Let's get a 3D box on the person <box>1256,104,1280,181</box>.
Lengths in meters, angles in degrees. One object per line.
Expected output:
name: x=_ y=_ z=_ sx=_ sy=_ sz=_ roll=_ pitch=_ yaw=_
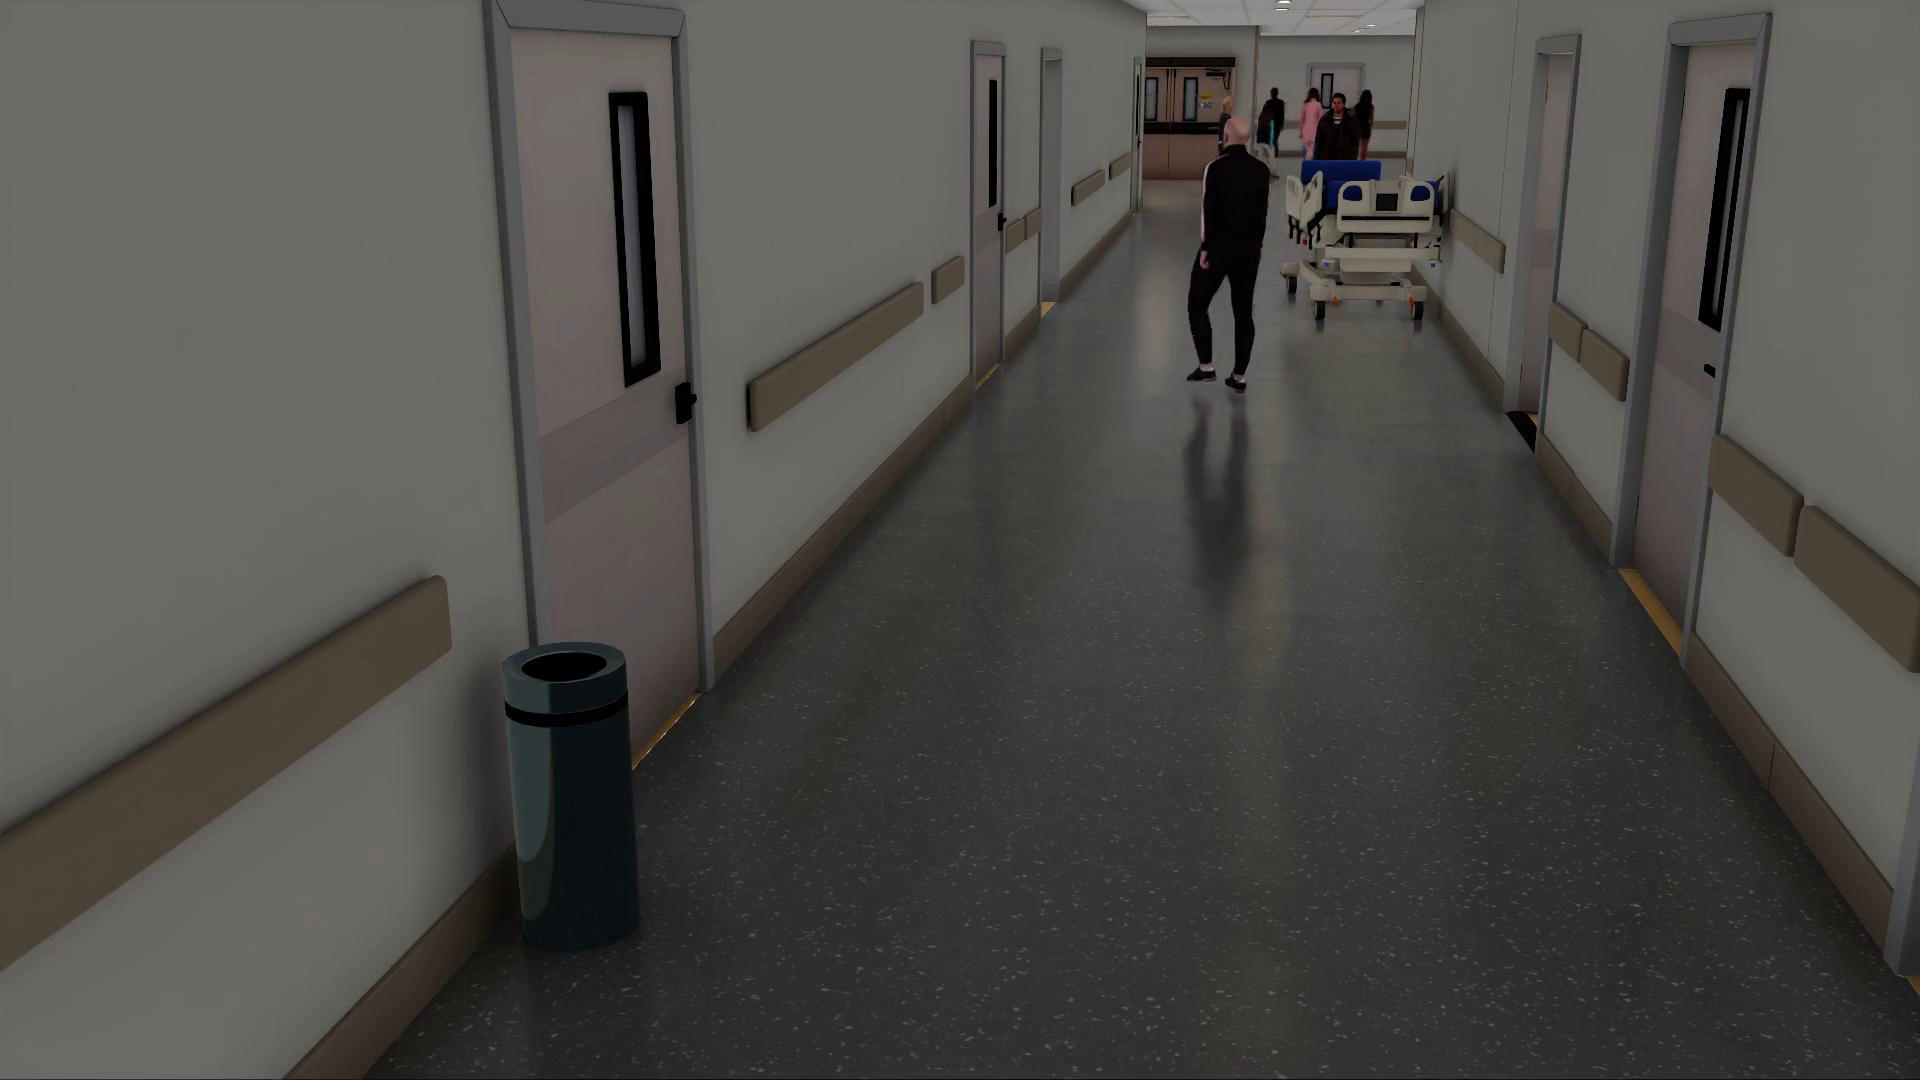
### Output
person: x=5.984 y=-7.825 z=32.857 sx=1.020 sy=1.463 sz=0.976 roll=-11 pitch=19 yaw=-33

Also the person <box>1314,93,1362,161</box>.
person: x=5.066 y=-5.081 z=22.417 sx=0.696 sy=1.847 sz=0.875 roll=6 pitch=17 yaw=22

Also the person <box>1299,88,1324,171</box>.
person: x=7.165 y=-8.332 z=34.088 sx=1.117 sy=1.771 sz=0.924 roll=8 pitch=18 yaw=27

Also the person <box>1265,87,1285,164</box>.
person: x=7.369 y=-9.695 z=38.978 sx=0.919 sy=1.739 sz=0.944 roll=-5 pitch=16 yaw=-16

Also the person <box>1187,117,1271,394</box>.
person: x=1.857 y=-1.883 z=11.113 sx=0.739 sy=1.824 sz=0.858 roll=-4 pitch=16 yaw=-15

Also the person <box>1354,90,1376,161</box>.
person: x=8.526 y=-8.660 z=35.361 sx=0.871 sy=1.711 sz=0.804 roll=6 pitch=17 yaw=20

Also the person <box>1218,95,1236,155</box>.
person: x=4.535 y=-6.804 z=28.774 sx=0.868 sy=1.714 sz=0.745 roll=-1 pitch=16 yaw=-5
